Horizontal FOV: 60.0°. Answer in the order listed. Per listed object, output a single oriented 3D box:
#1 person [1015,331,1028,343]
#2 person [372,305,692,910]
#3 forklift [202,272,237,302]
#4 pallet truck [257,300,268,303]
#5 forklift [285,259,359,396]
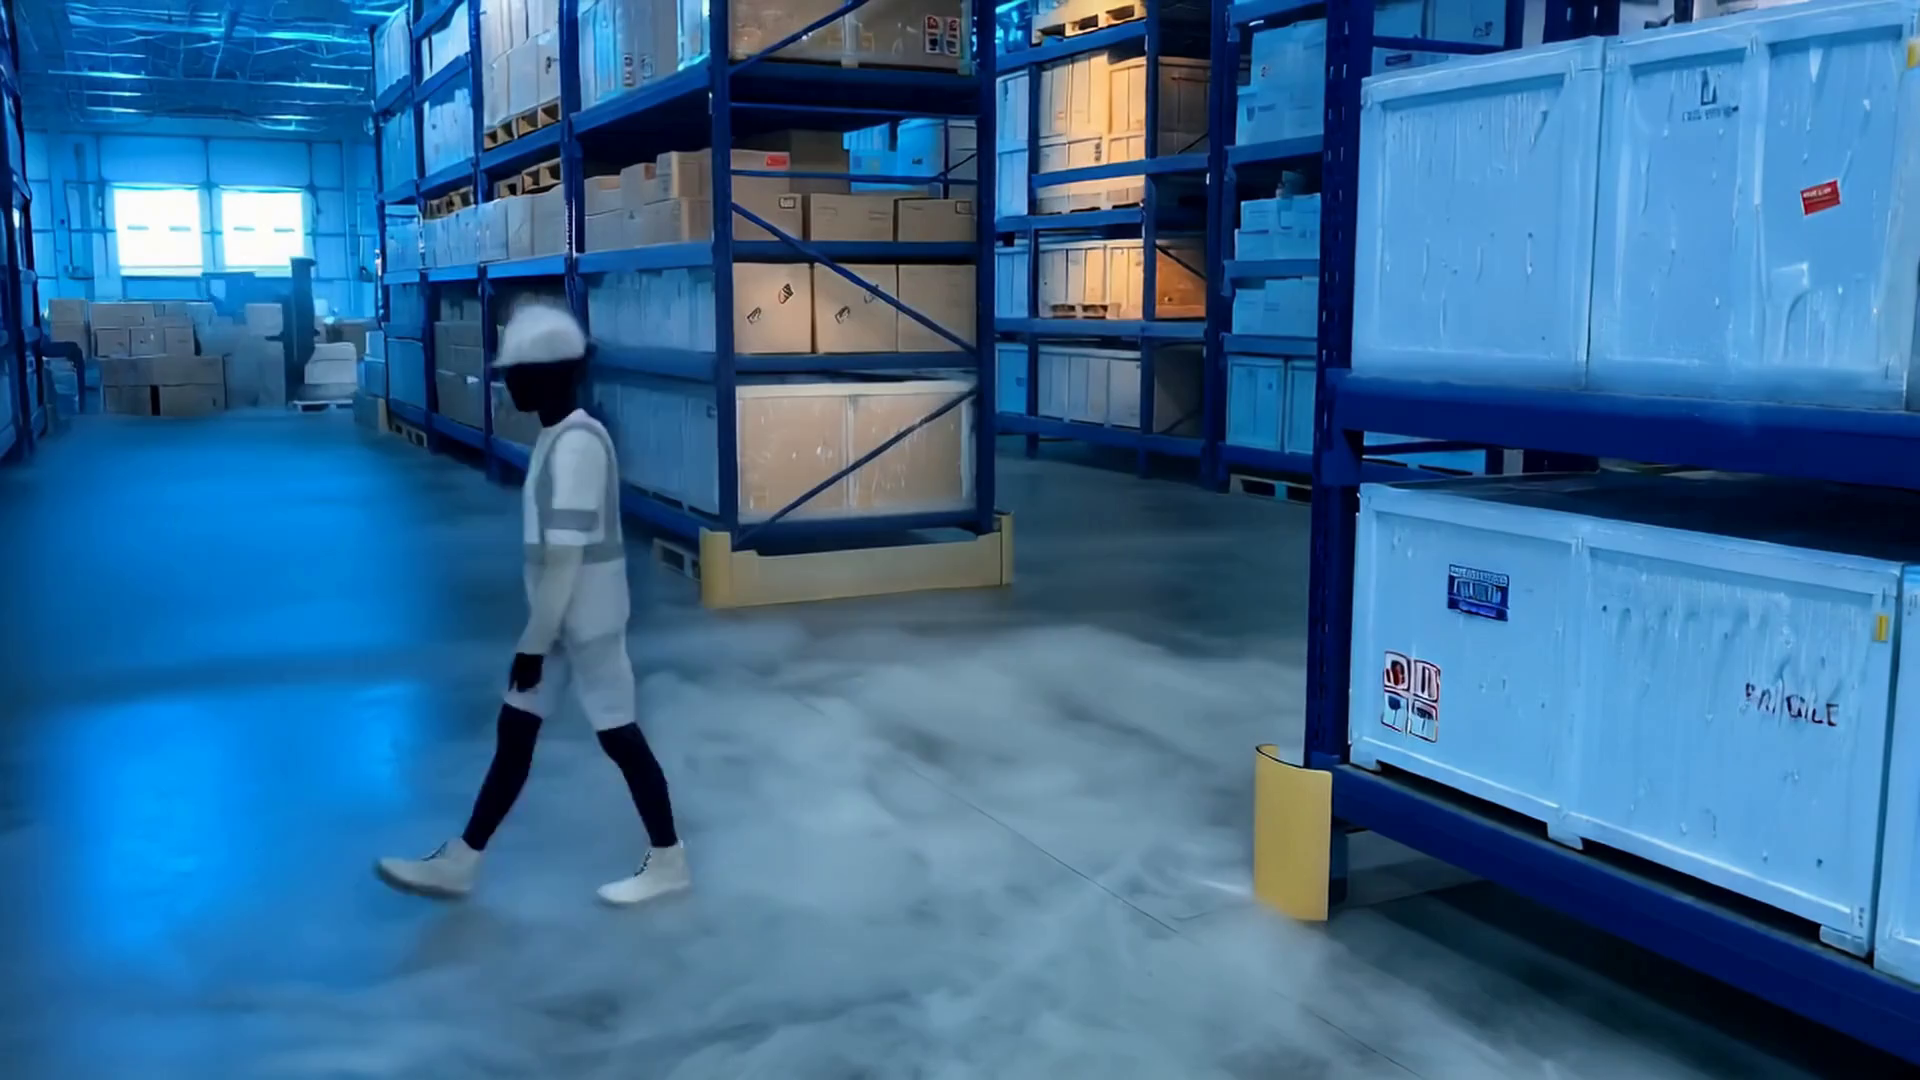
[{"bbox_3d":[1.307,-3.601,32.303,0.712,1.886,0.558,-4,9,-27],"label":"person"},{"bbox_3d":[-1.377,0.255,5.350,1.062,1.988,0.623,-3,9,-22],"label":"person"},{"bbox_3d":[-22.509,-6.758,50.688,1.873,2.768,1.129,6,10,35],"label":"forklift"},{"bbox_3d":[-23.913,-7.404,58.171,1.885,1.965,0.823,-1,8,-9],"label":"pallet truck"},{"bbox_3d":[-13.358,-4.326,33.916,1.873,2.768,1.129,-4,9,-26],"label":"forklift"}]
